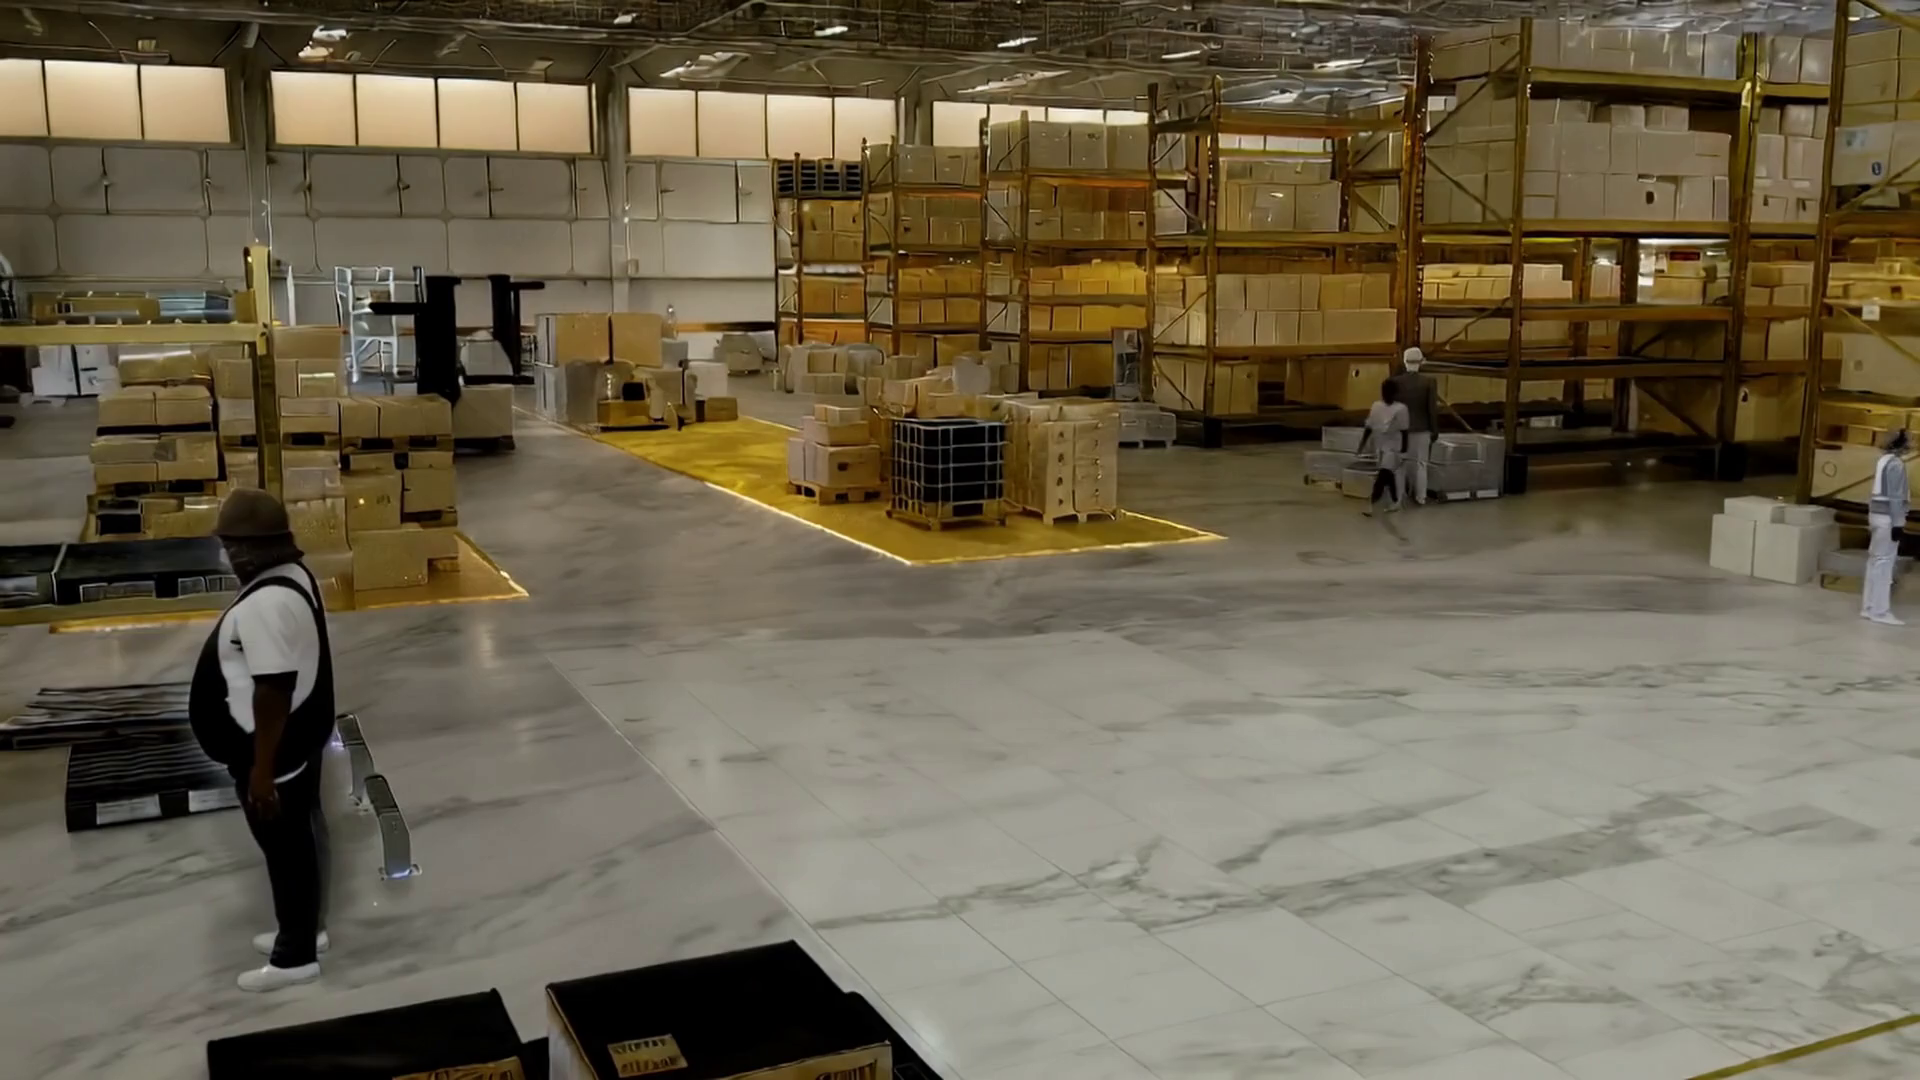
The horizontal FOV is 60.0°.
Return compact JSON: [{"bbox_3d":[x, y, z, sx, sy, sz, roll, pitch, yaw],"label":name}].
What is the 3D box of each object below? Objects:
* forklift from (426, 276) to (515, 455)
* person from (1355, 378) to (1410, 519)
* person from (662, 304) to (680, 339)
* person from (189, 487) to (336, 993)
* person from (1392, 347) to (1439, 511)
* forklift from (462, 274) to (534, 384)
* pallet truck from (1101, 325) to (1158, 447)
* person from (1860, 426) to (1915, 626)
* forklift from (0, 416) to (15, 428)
[{"bbox_3d":[-8.069,-2.737,26.069,1.873,2.768,1.129,-4,10,-25],"label":"forklift"},{"bbox_3d":[4.968,-1.073,19.545,0.871,1.643,0.547,-6,11,-32],"label":"person"},{"bbox_3d":[-8.624,-6.073,49.683,0.547,1.938,0.359,-1,9,-6],"label":"person"},{"bbox_3d":[-2.824,0.796,6.743,0.536,2.000,0.678,-2,9,-10],"label":"person"},{"bbox_3d":[5.460,-1.335,20.108,0.620,1.994,0.381,1,9,8],"label":"person"},{"bbox_3d":[-11.649,-5.347,42.258,1.873,2.768,1.129,-4,10,-25],"label":"forklift"},{"bbox_3d":[2.881,-2.596,27.923,0.823,1.965,1.885,-1,9,-7],"label":"pallet truck"},{"bbox_3d":[7.651,-0.124,13.705,0.310,1.636,0.521,3,10,16],"label":"person"},{"bbox_3d":[-18.546,-3.444,30.456,1.873,2.768,1.129,-4,10,-25],"label":"forklift"}]
